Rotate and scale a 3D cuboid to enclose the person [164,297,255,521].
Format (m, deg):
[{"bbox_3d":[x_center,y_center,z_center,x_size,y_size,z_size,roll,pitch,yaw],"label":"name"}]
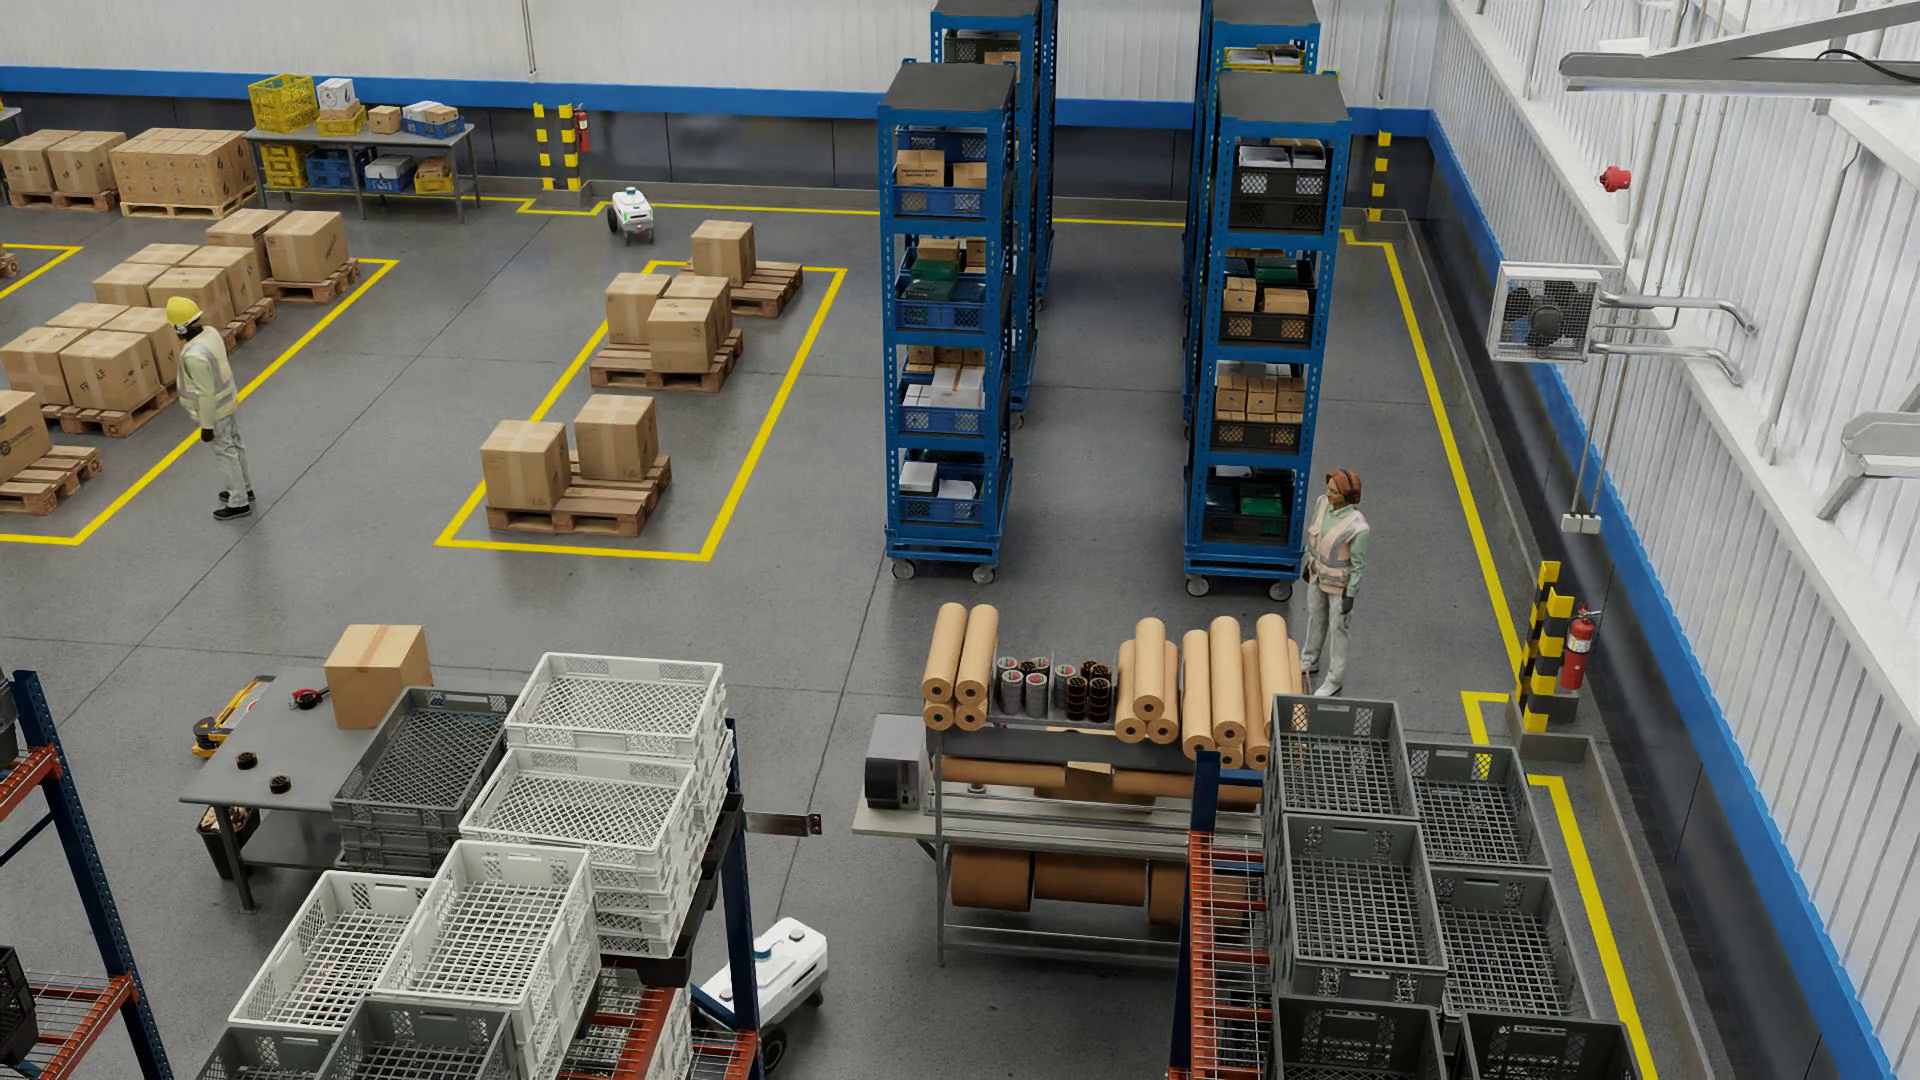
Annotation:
[{"bbox_3d":[-5.803,-1.027,12.876,0.404,1.826,0.587,-5,31,-8],"label":"person"}]

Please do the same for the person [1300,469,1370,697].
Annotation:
[{"bbox_3d":[2.419,0.268,10.832,0.309,1.641,0.513,-14,33,-23],"label":"person"}]

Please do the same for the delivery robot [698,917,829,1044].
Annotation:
[{"bbox_3d":[-0.993,2.231,8.444,0.477,0.478,0.707,21,36,31],"label":"delivery robot"}]

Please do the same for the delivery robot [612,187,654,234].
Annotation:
[{"bbox_3d":[-3.668,-3.708,18.645,0.477,0.478,0.707,-11,32,-18],"label":"delivery robot"}]
